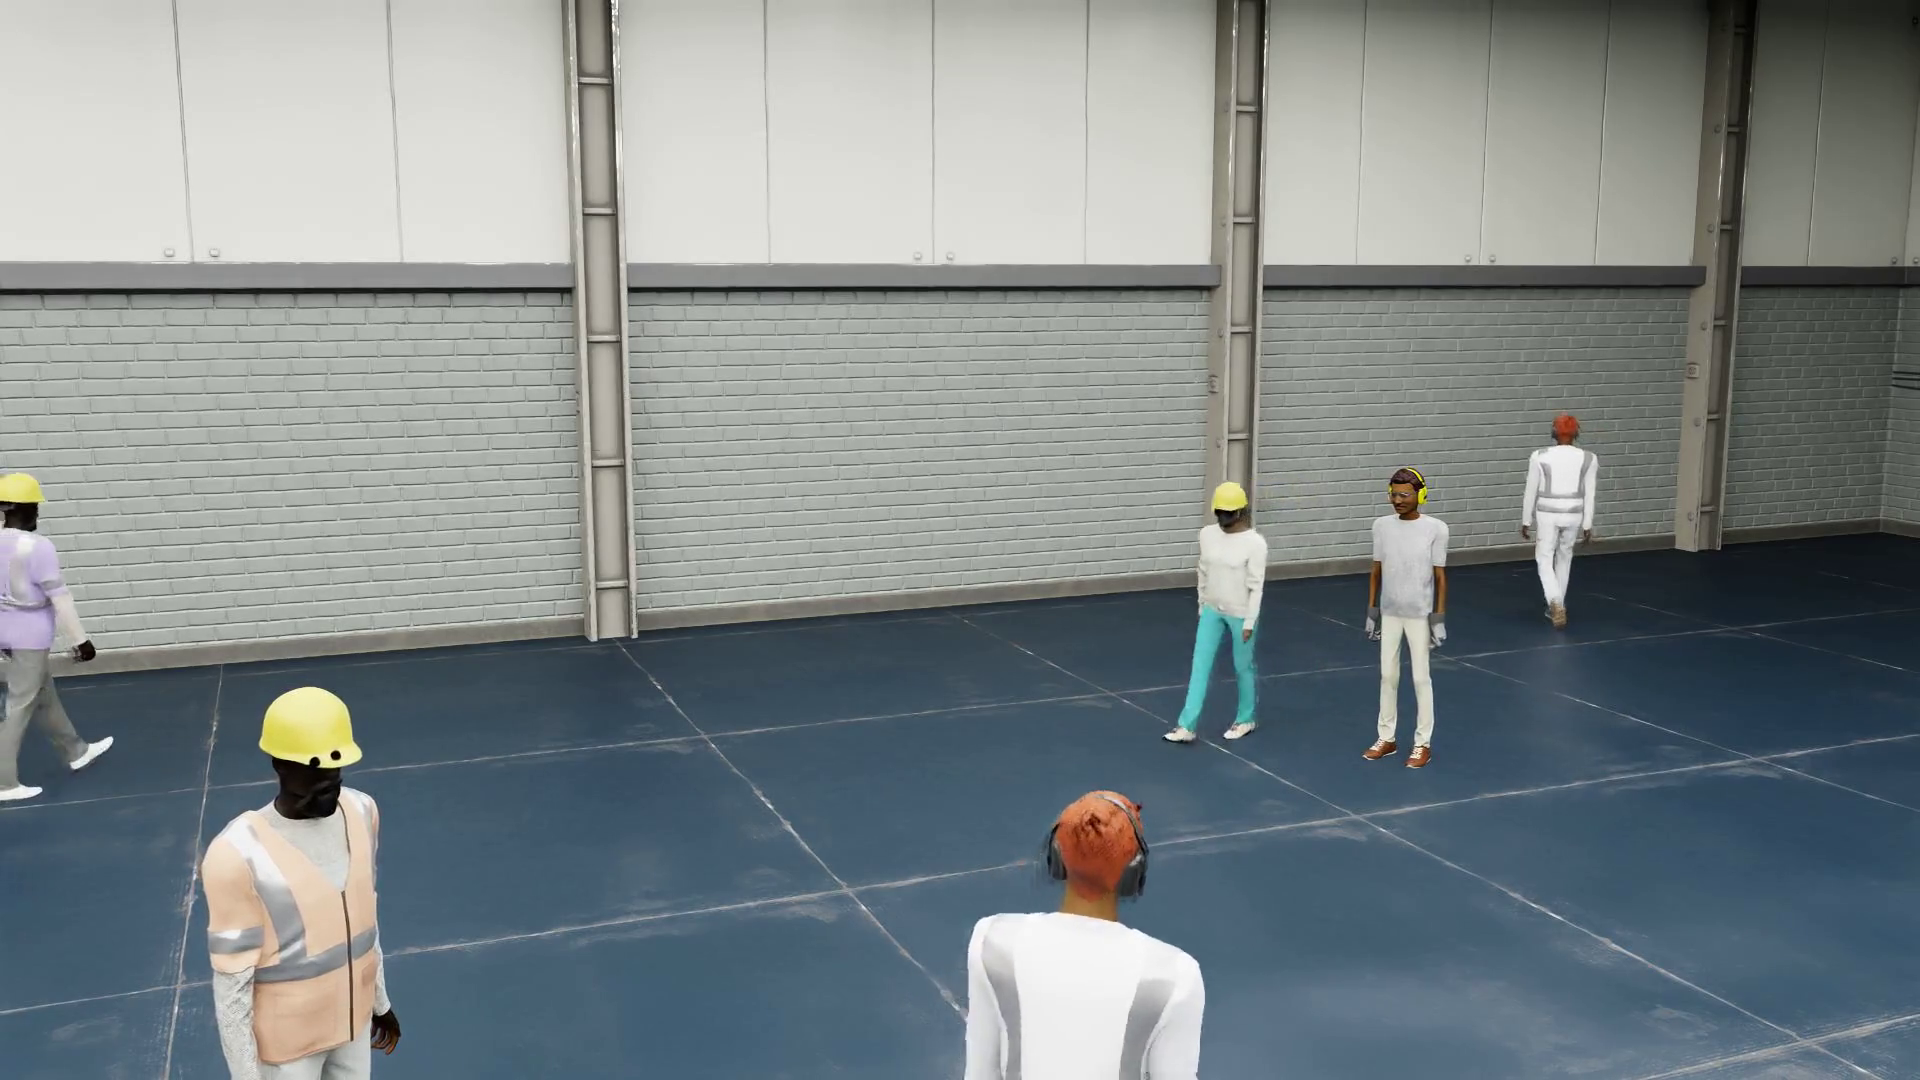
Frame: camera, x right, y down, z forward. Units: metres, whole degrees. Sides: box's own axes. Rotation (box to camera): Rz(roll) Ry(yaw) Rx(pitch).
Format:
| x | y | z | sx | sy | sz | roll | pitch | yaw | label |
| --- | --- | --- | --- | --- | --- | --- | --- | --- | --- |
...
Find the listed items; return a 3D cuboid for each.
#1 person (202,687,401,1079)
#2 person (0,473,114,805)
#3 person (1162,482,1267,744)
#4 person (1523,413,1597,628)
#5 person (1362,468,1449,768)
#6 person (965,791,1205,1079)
| x | y | z | sx | sy | sz | roll | pitch | yaw | label |
| --- | --- | --- | --- | --- | --- | --- | --- | --- | --- |
| -1.787 | 1.345 | 4.634 | 0.382 | 1.922 | 0.594 | 4 | 10 | 22 | person |
| -5.392 | 0.547 | 9.771 | 0.600 | 1.884 | 0.927 | 5 | 10 | 28 | person |
| 1.662 | 0.487 | 10.622 | 0.538 | 1.717 | 0.863 | 8 | 12 | 41 | person |
| 5.169 | -0.163 | 14.336 | 0.583 | 1.860 | 0.815 | 1 | 9 | 7 | person |
| 2.761 | 0.477 | 10.299 | 0.521 | 1.861 | 0.317 | 7 | 11 | 36 | person |
| 0.262 | 1.503 | 3.856 | 0.578 | 1.857 | 0.748 | 2 | 9 | 14 | person |
